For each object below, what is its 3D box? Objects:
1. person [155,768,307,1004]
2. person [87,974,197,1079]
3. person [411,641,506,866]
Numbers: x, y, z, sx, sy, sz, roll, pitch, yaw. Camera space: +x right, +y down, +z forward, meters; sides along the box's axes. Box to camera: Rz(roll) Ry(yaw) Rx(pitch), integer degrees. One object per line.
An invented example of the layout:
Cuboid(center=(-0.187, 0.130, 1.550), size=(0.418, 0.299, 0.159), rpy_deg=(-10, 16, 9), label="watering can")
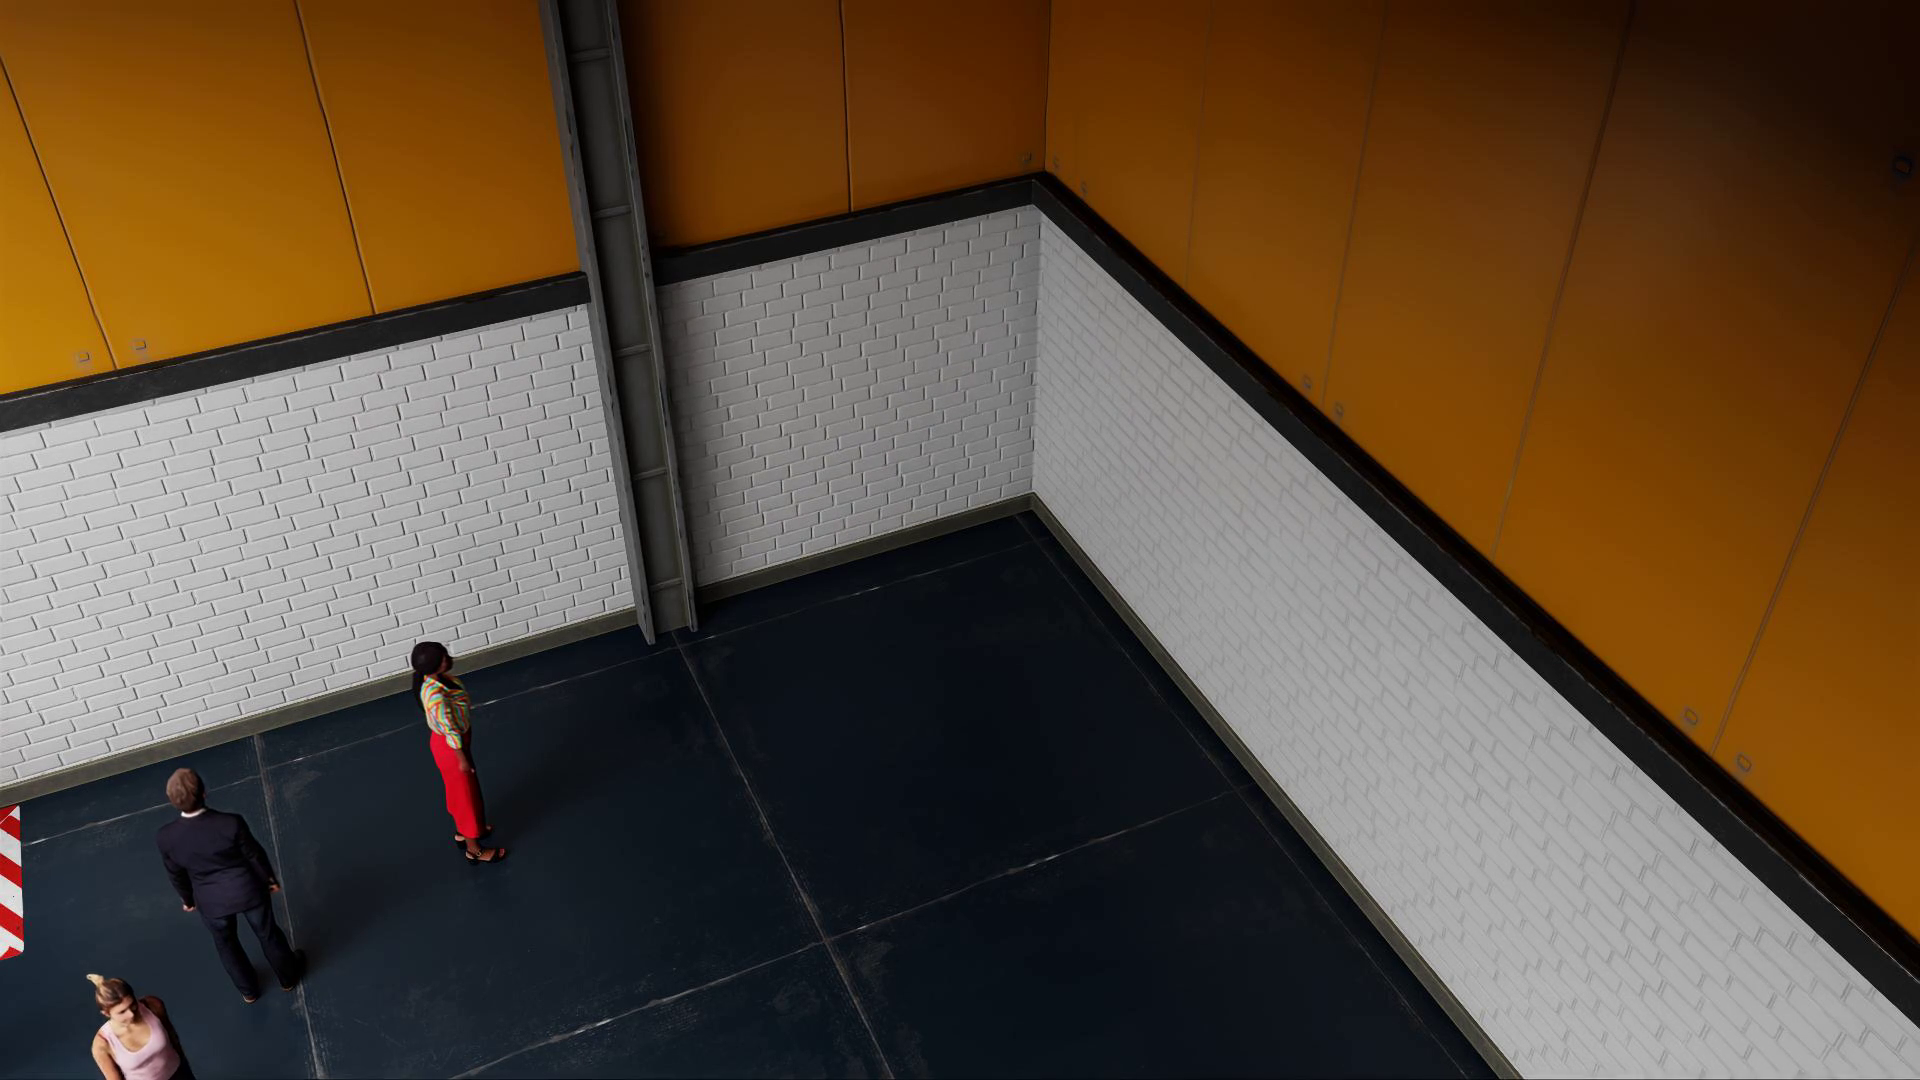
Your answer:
Cuboid(center=(-4.205, 1.982, 9.530), size=(0.592, 1.815, 0.787), rpy_deg=(-9, 39, -11), label="person")
Cuboid(center=(-4.257, 2.782, 8.670), size=(0.809, 1.635, 0.825), rpy_deg=(28, 46, 30), label="person")
Cuboid(center=(-3.163, 1.324, 10.372), size=(0.538, 1.792, 0.617), rpy_deg=(-20, 43, -23), label="person")
